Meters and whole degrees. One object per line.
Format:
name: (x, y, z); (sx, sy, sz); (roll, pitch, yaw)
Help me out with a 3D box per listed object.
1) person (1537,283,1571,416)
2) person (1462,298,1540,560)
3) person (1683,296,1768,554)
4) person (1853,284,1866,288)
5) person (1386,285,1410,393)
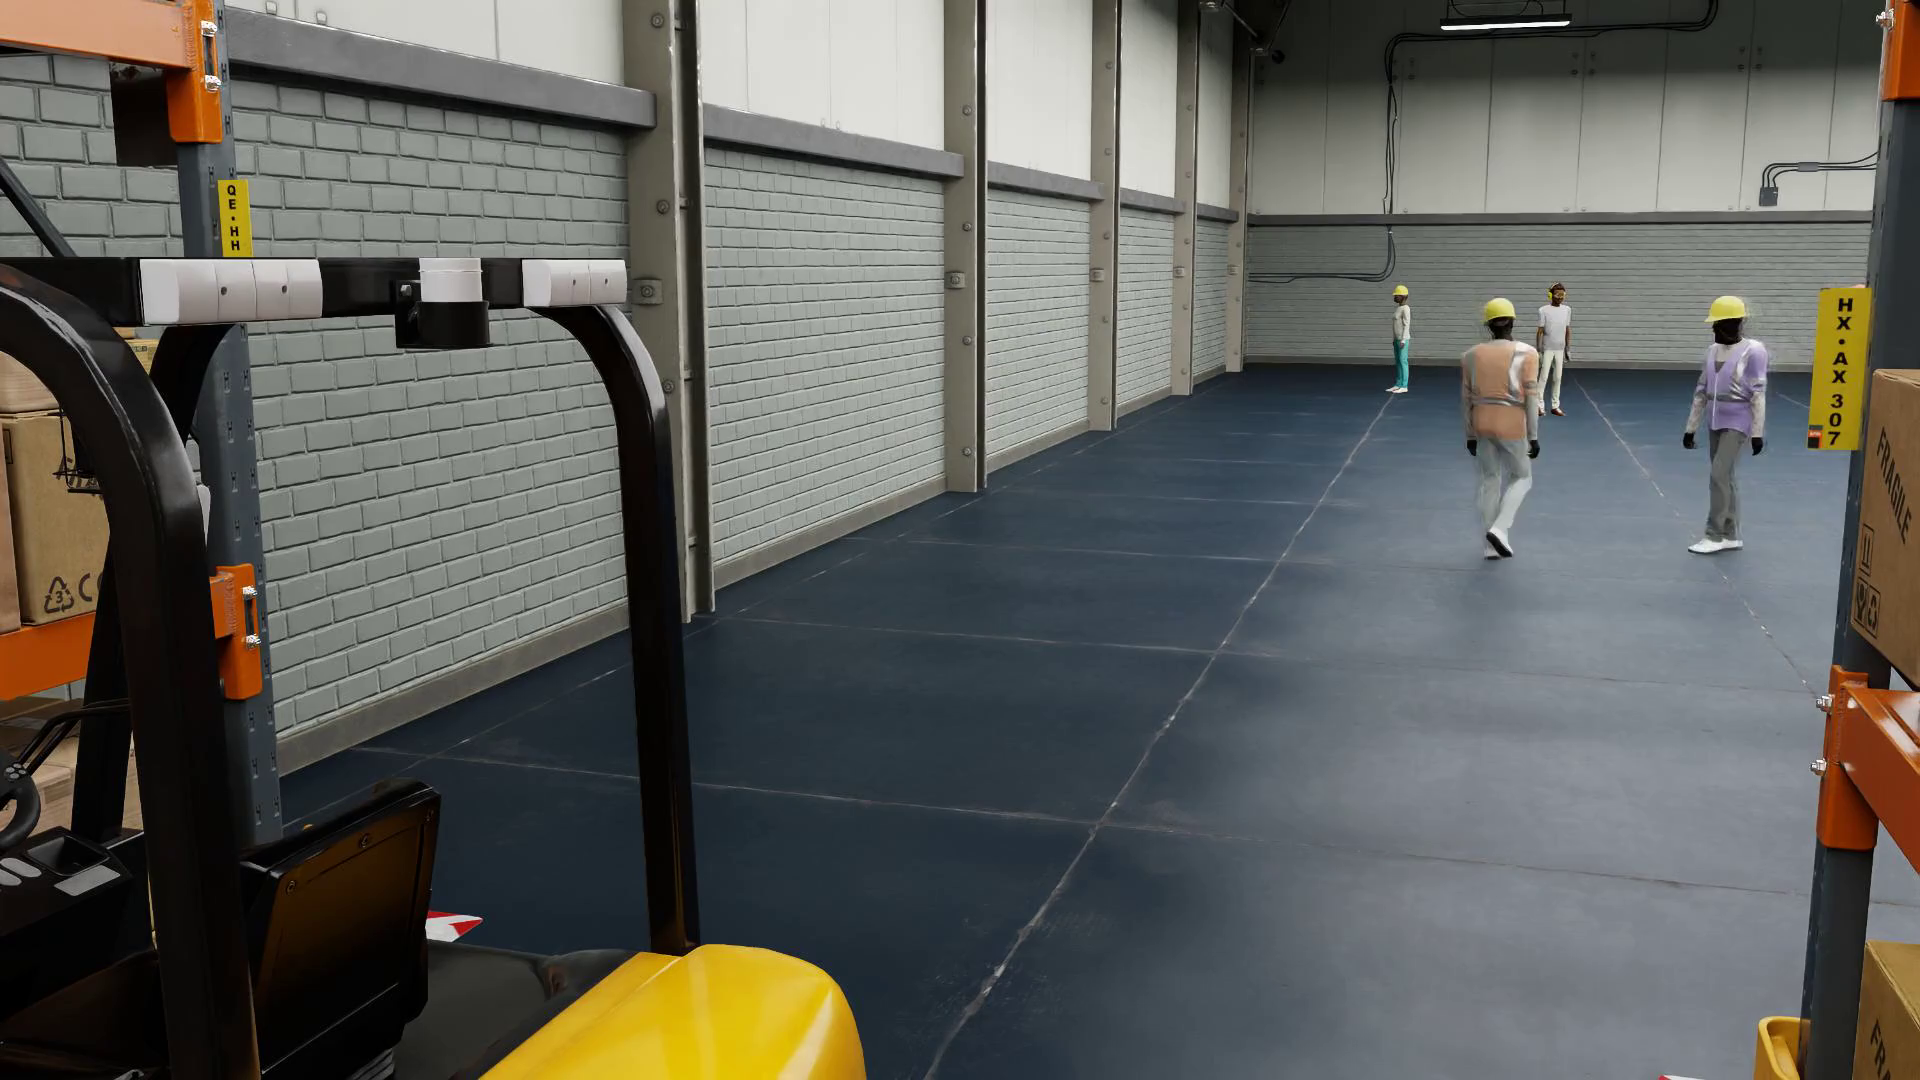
person: (8.325, -2.661, 23.335); (0.507, 1.863, 0.312); (-2, 10, -13)
person: (3.942, -0.801, 12.105); (0.423, 1.901, 0.630); (-9, 13, -44)
person: (5.581, -0.844, 12.329); (0.653, 1.908, 0.621); (-2, 10, -12)
person: (11.238, -2.276, 20.991); (1.030, 1.881, 0.549); (-5, 11, -26)
person: (7.255, -3.306, 27.442); (0.314, 1.769, 0.523); (0, 10, -2)
